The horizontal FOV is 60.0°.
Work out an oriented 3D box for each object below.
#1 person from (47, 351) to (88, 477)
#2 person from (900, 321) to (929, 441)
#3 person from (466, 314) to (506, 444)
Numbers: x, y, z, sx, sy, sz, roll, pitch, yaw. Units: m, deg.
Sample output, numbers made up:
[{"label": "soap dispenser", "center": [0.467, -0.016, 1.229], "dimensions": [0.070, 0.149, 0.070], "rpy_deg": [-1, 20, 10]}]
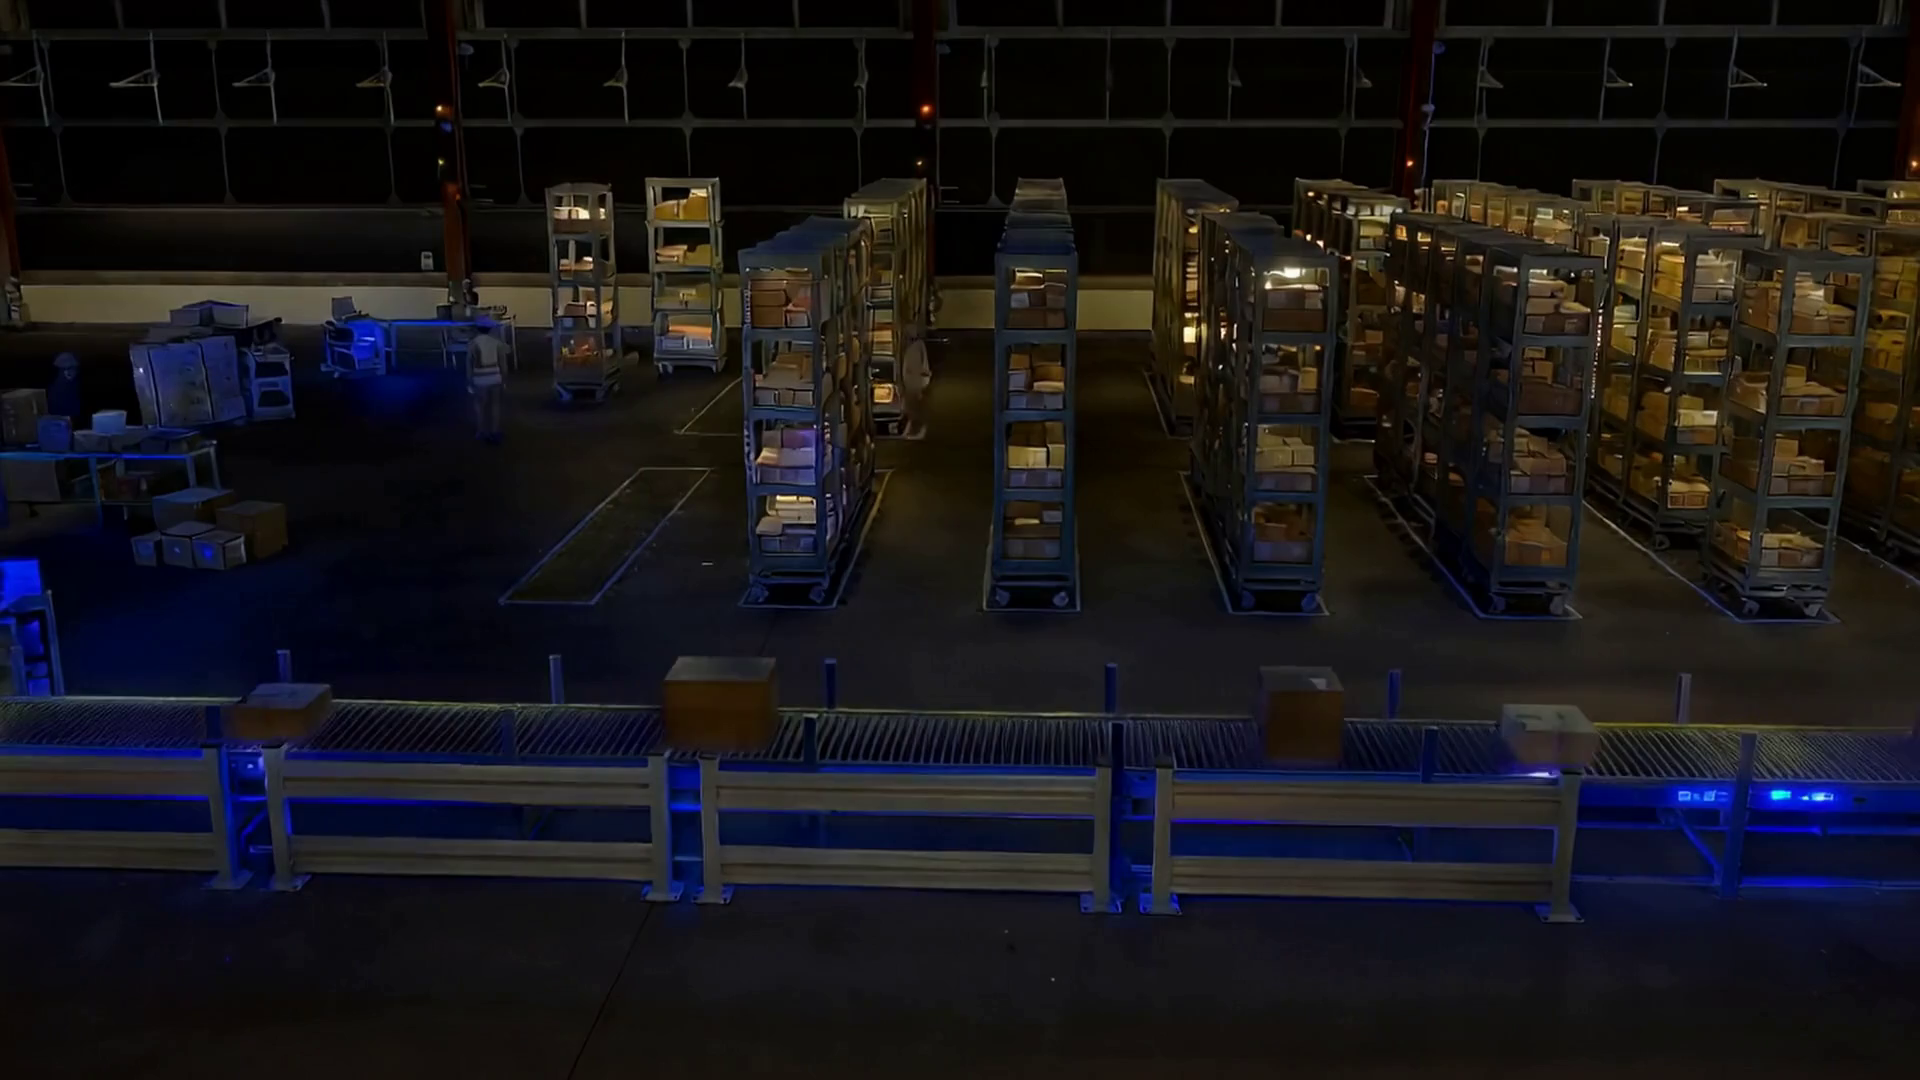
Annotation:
[{"label": "person", "center": [-11.335, -1.404, 21.017], "dimensions": [0.651, 1.967, 0.620], "rpy_deg": [0, 15, -1]}, {"label": "person", "center": [-0.695, -2.372, 24.893], "dimensions": [0.431, 1.815, 0.604], "rpy_deg": [1, 15, 4]}, {"label": "person", "center": [-7.102, -2.419, 24.859], "dimensions": [0.656, 1.922, 0.708], "rpy_deg": [-12, 19, -37]}]
